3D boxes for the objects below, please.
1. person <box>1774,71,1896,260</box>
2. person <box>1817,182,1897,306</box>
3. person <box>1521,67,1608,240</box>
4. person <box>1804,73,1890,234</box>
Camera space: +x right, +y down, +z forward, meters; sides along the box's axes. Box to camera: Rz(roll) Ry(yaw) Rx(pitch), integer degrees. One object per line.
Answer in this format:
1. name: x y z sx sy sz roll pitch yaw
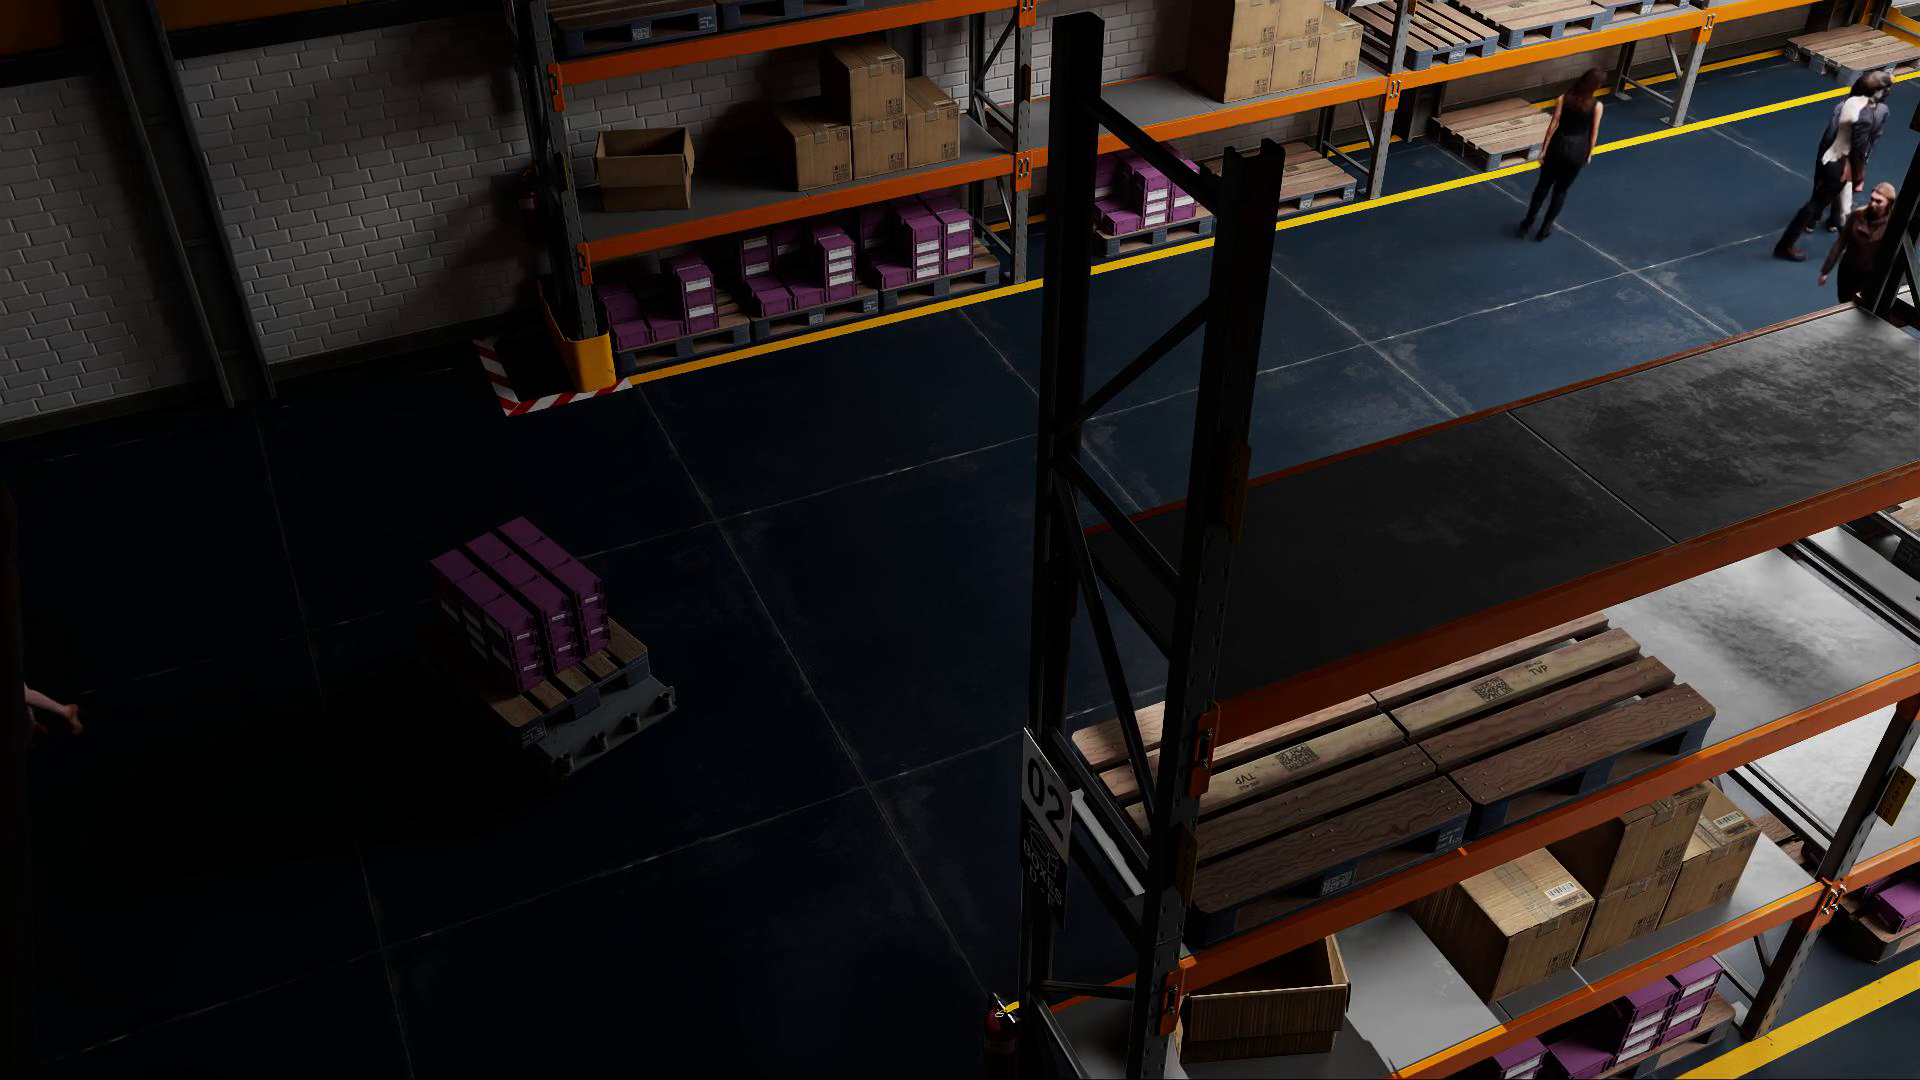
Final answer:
1. person: 7.942 -3.399 15.218 1.219 1.853 1.138 10 40 13
2. person: 7.534 -2.217 13.897 1.137 1.655 0.760 -24 45 -27
3. person: 5.659 -3.598 15.627 0.754 1.654 0.800 7 39 9
4. person: 8.376 -3.669 15.762 0.761 1.597 0.851 3 39 4
